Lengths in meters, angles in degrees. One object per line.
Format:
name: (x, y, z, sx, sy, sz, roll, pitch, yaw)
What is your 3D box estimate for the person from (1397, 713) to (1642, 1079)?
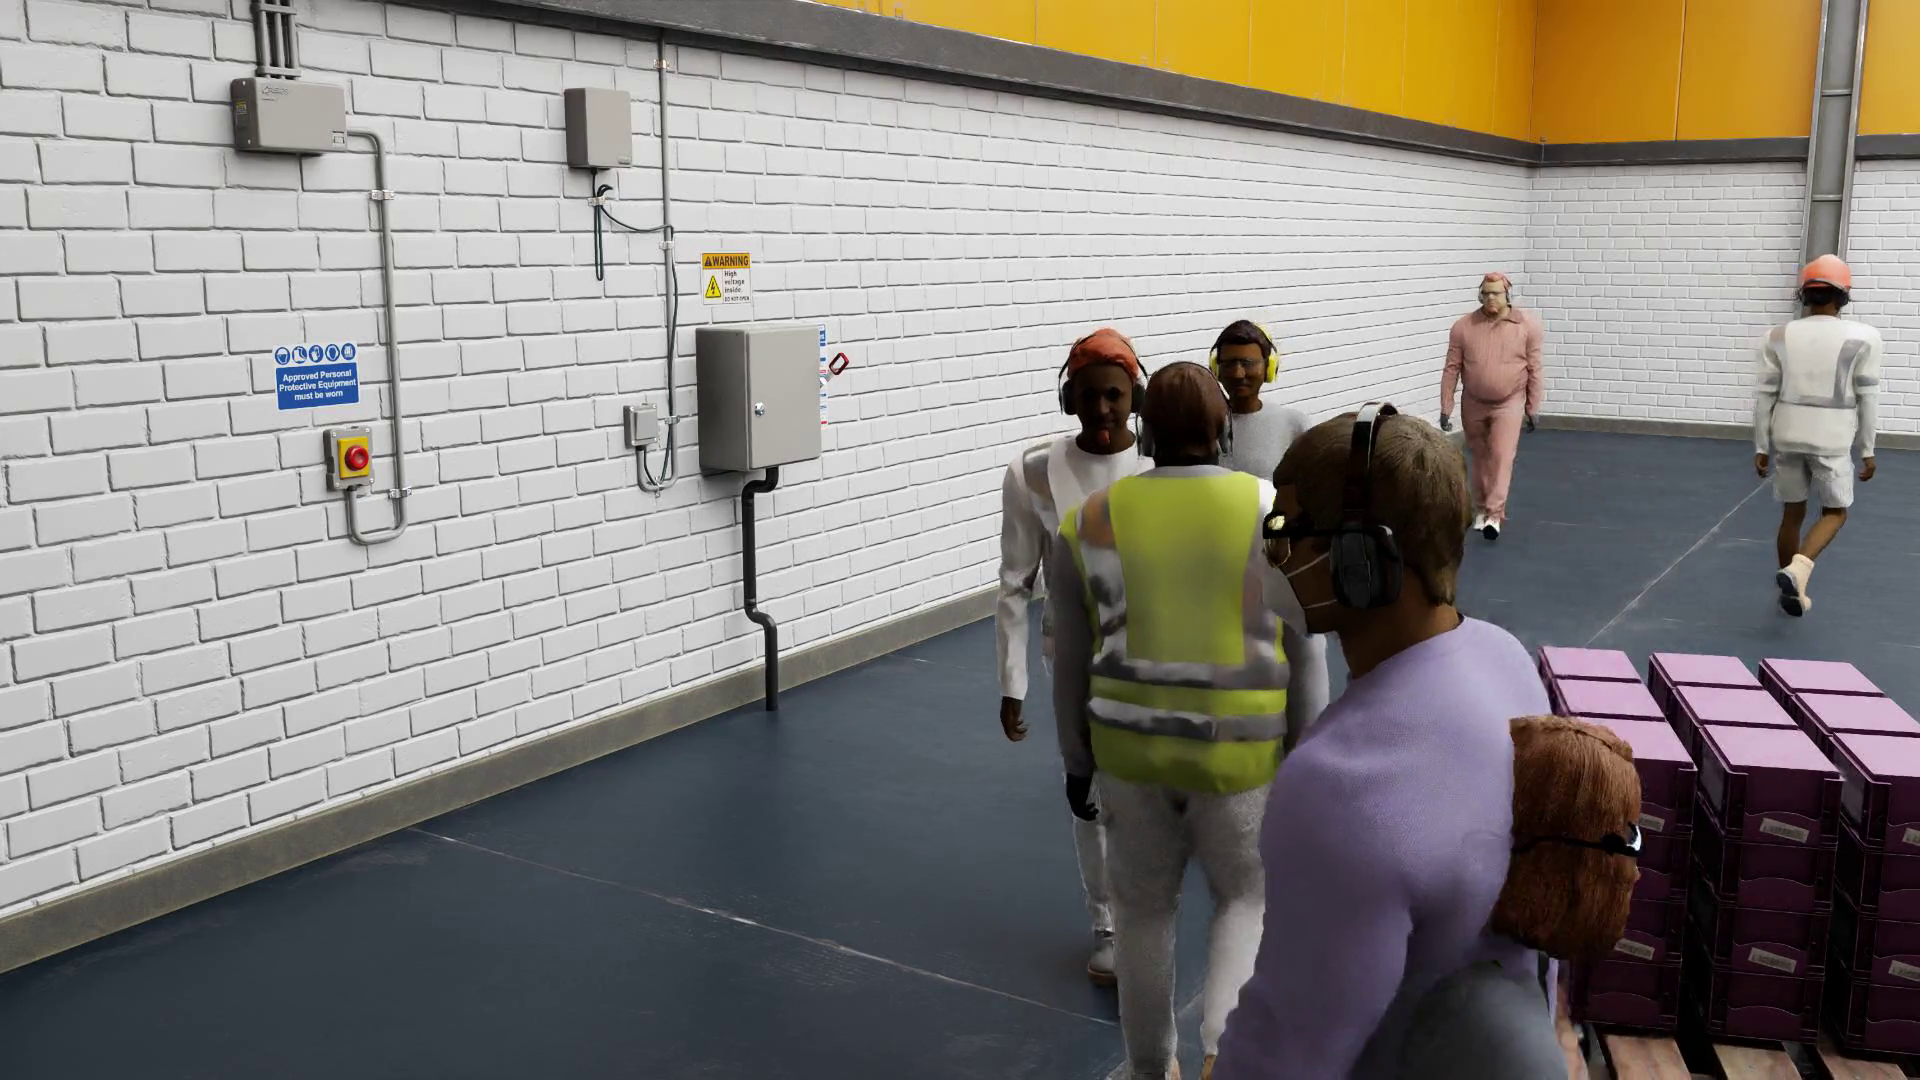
person: (0.555, 0.965, 2.005, 0.867, 1.587, 0.526, 1, 10, 7)

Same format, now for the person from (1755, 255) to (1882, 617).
person: (4.654, -0.539, 9.106, 0.626, 2.025, 0.632, 10, 14, 43)

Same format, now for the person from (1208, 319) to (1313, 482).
person: (1.005, 0.132, 5.945, 0.549, 1.816, 0.949, 3, 11, 14)

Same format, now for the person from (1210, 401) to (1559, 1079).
person: (0.399, 0.778, 2.118, 0.864, 1.904, 0.645, 6, 12, 29)

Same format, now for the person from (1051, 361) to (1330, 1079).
person: (0.520, 0.508, 3.835, 0.637, 1.829, 0.505, 2, 10, 12)

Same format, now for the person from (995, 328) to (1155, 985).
person: (0.401, 0.369, 4.503, 0.623, 1.859, 0.707, 1, 10, 7)

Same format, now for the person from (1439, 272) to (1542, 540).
person: (3.716, -0.937, 11.730, 0.664, 1.861, 0.994, 5, 12, 27)
